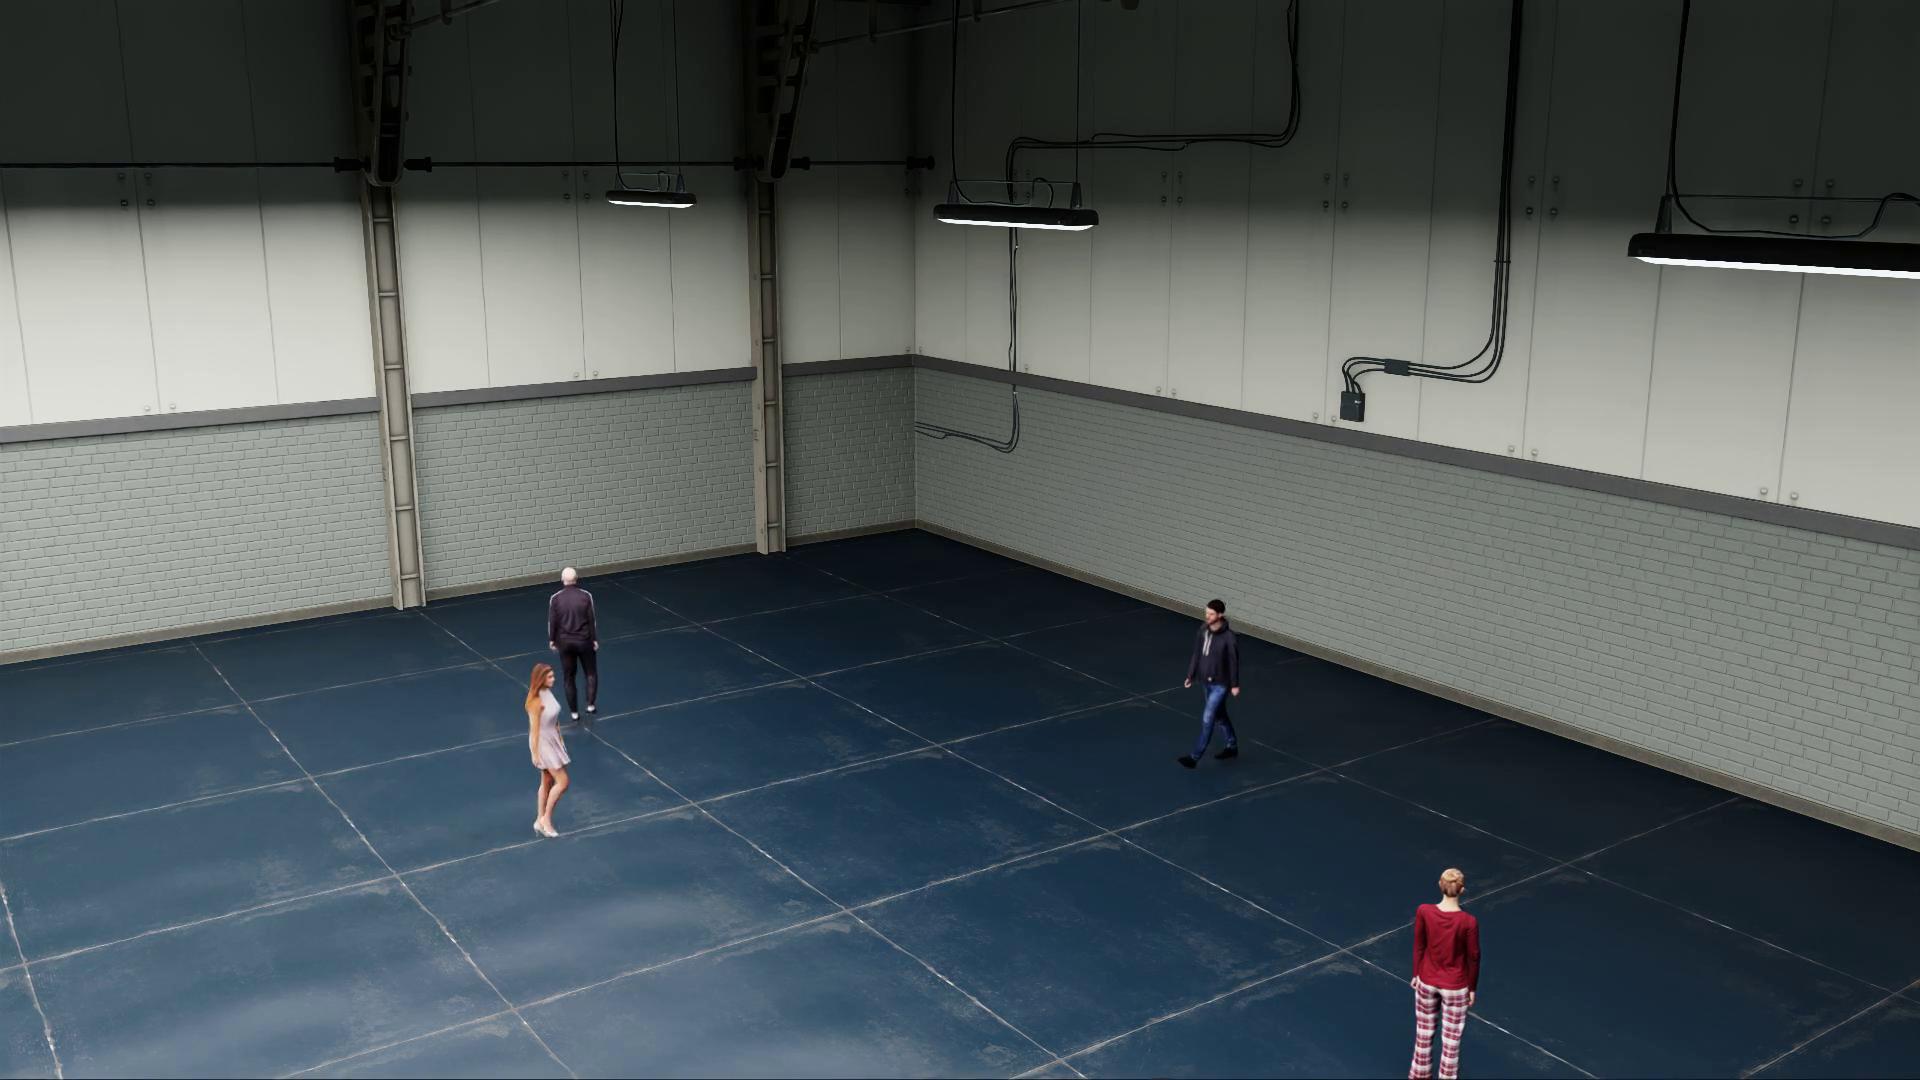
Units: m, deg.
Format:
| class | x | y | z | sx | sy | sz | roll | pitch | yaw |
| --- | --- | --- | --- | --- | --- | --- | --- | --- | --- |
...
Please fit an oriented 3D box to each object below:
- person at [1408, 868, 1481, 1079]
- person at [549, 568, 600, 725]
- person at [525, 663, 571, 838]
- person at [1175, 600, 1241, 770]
| class | x | y | z | sx | sy | sz | roll | pitch | yaw |
| --- | --- | --- | --- | --- | --- | --- | --- | --- | --- |
| person | 3.343 | 3.054 | 11.523 | 0.682 | 1.699 | 0.672 | 7 | 15 | 28 |
| person | -4.420 | 1.238 | 19.095 | 0.751 | 1.820 | 0.881 | -2 | 13 | -10 |
| person | -4.037 | 2.016 | 15.875 | 0.777 | 1.757 | 0.717 | 1 | 13 | 4 |
| person | 2.814 | 1.535 | 17.786 | 1.189 | 1.832 | 0.748 | -7 | 15 | -29 |
